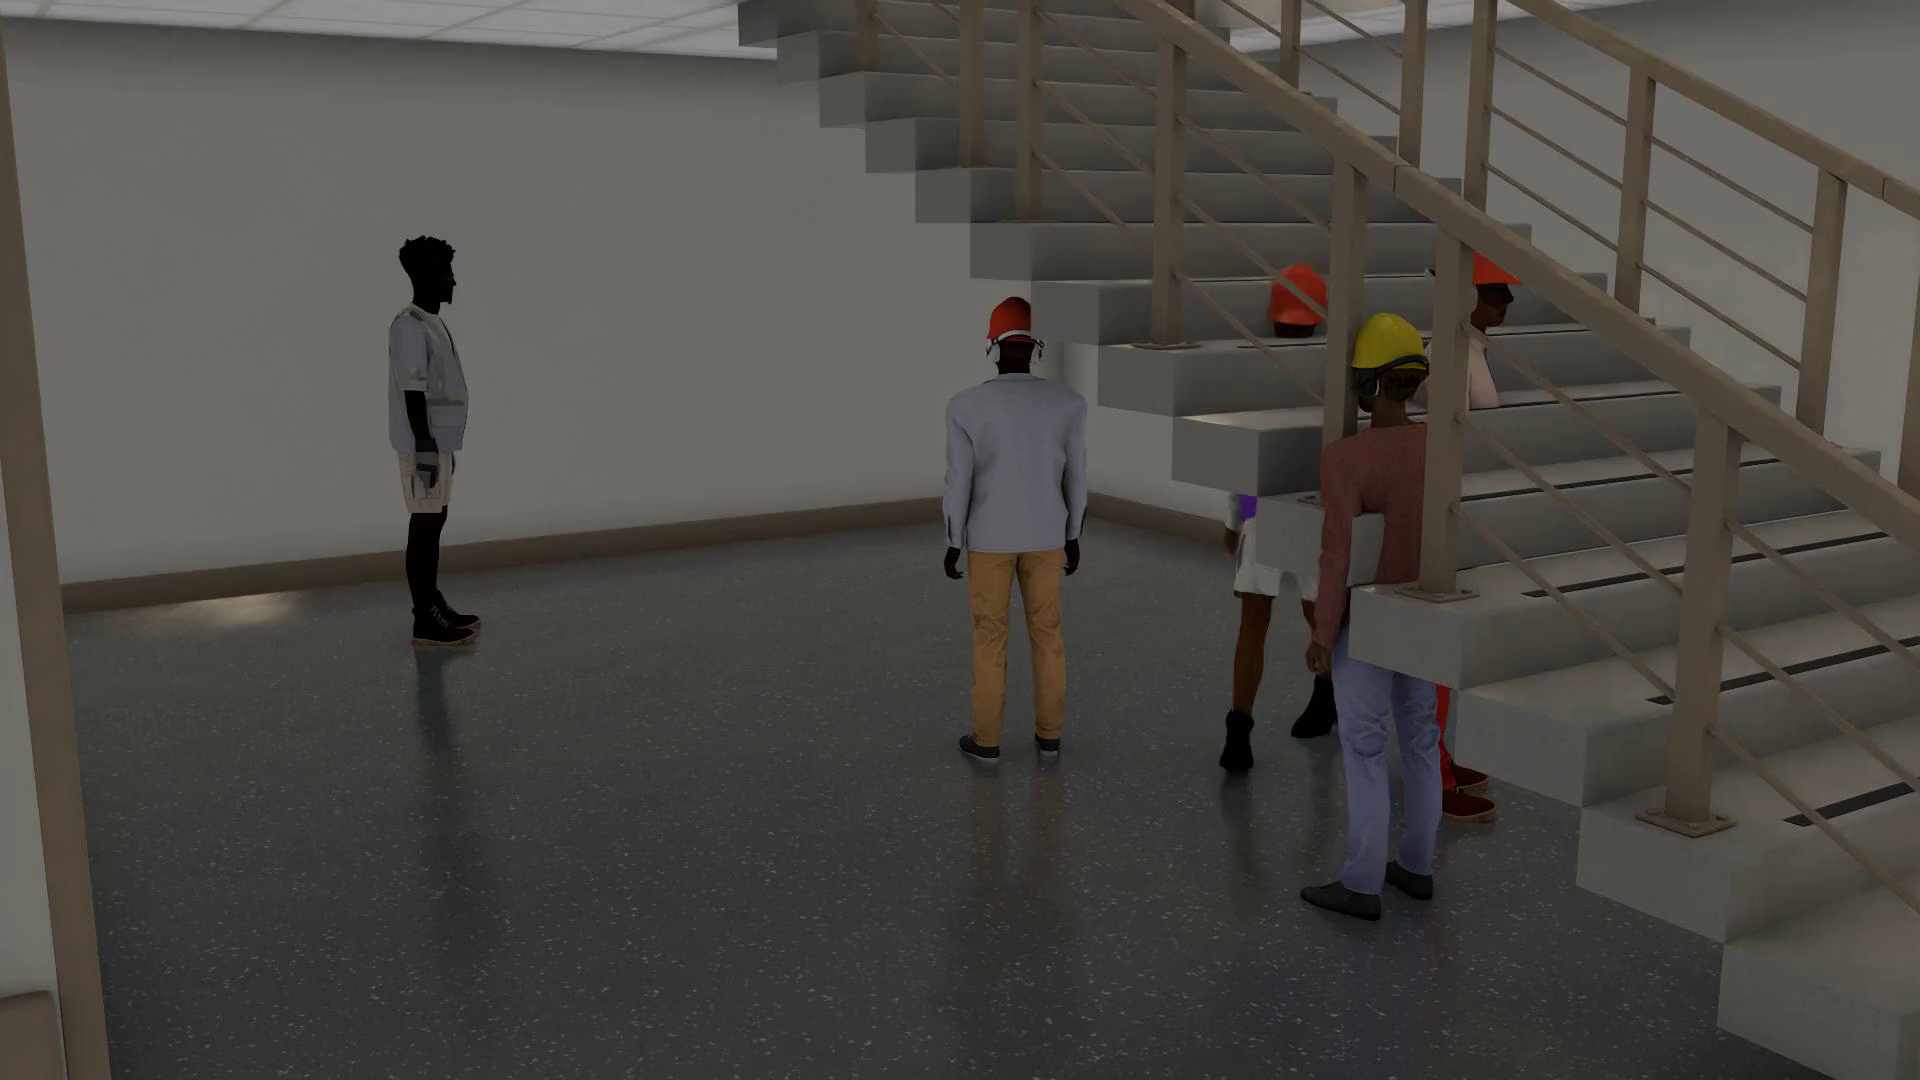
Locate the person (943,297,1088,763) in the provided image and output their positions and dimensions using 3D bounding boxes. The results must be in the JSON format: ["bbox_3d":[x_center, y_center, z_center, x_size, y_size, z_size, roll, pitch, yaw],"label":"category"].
[{"bbox_3d":[0.201,-0.033,6.273,0.571,1.751,0.329,-3,11,-16],"label":"person"}]

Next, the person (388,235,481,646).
[{"bbox_3d":[-2.559,-0.479,8.055,0.373,1.966,0.607,-1,11,-7],"label":"person"}]

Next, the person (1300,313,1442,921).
[{"bbox_3d":[1.220,0.229,4.867,0.526,1.769,0.329,-7,13,-32],"label":"person"}]

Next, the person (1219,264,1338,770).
[{"bbox_3d":[1.237,-0.091,6.255,0.587,1.874,1.021,6,12,28],"label":"person"}]

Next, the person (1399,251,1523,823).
[{"bbox_3d":[1.705,-0.049,5.722,0.378,1.995,0.609,3,11,15],"label":"person"}]
